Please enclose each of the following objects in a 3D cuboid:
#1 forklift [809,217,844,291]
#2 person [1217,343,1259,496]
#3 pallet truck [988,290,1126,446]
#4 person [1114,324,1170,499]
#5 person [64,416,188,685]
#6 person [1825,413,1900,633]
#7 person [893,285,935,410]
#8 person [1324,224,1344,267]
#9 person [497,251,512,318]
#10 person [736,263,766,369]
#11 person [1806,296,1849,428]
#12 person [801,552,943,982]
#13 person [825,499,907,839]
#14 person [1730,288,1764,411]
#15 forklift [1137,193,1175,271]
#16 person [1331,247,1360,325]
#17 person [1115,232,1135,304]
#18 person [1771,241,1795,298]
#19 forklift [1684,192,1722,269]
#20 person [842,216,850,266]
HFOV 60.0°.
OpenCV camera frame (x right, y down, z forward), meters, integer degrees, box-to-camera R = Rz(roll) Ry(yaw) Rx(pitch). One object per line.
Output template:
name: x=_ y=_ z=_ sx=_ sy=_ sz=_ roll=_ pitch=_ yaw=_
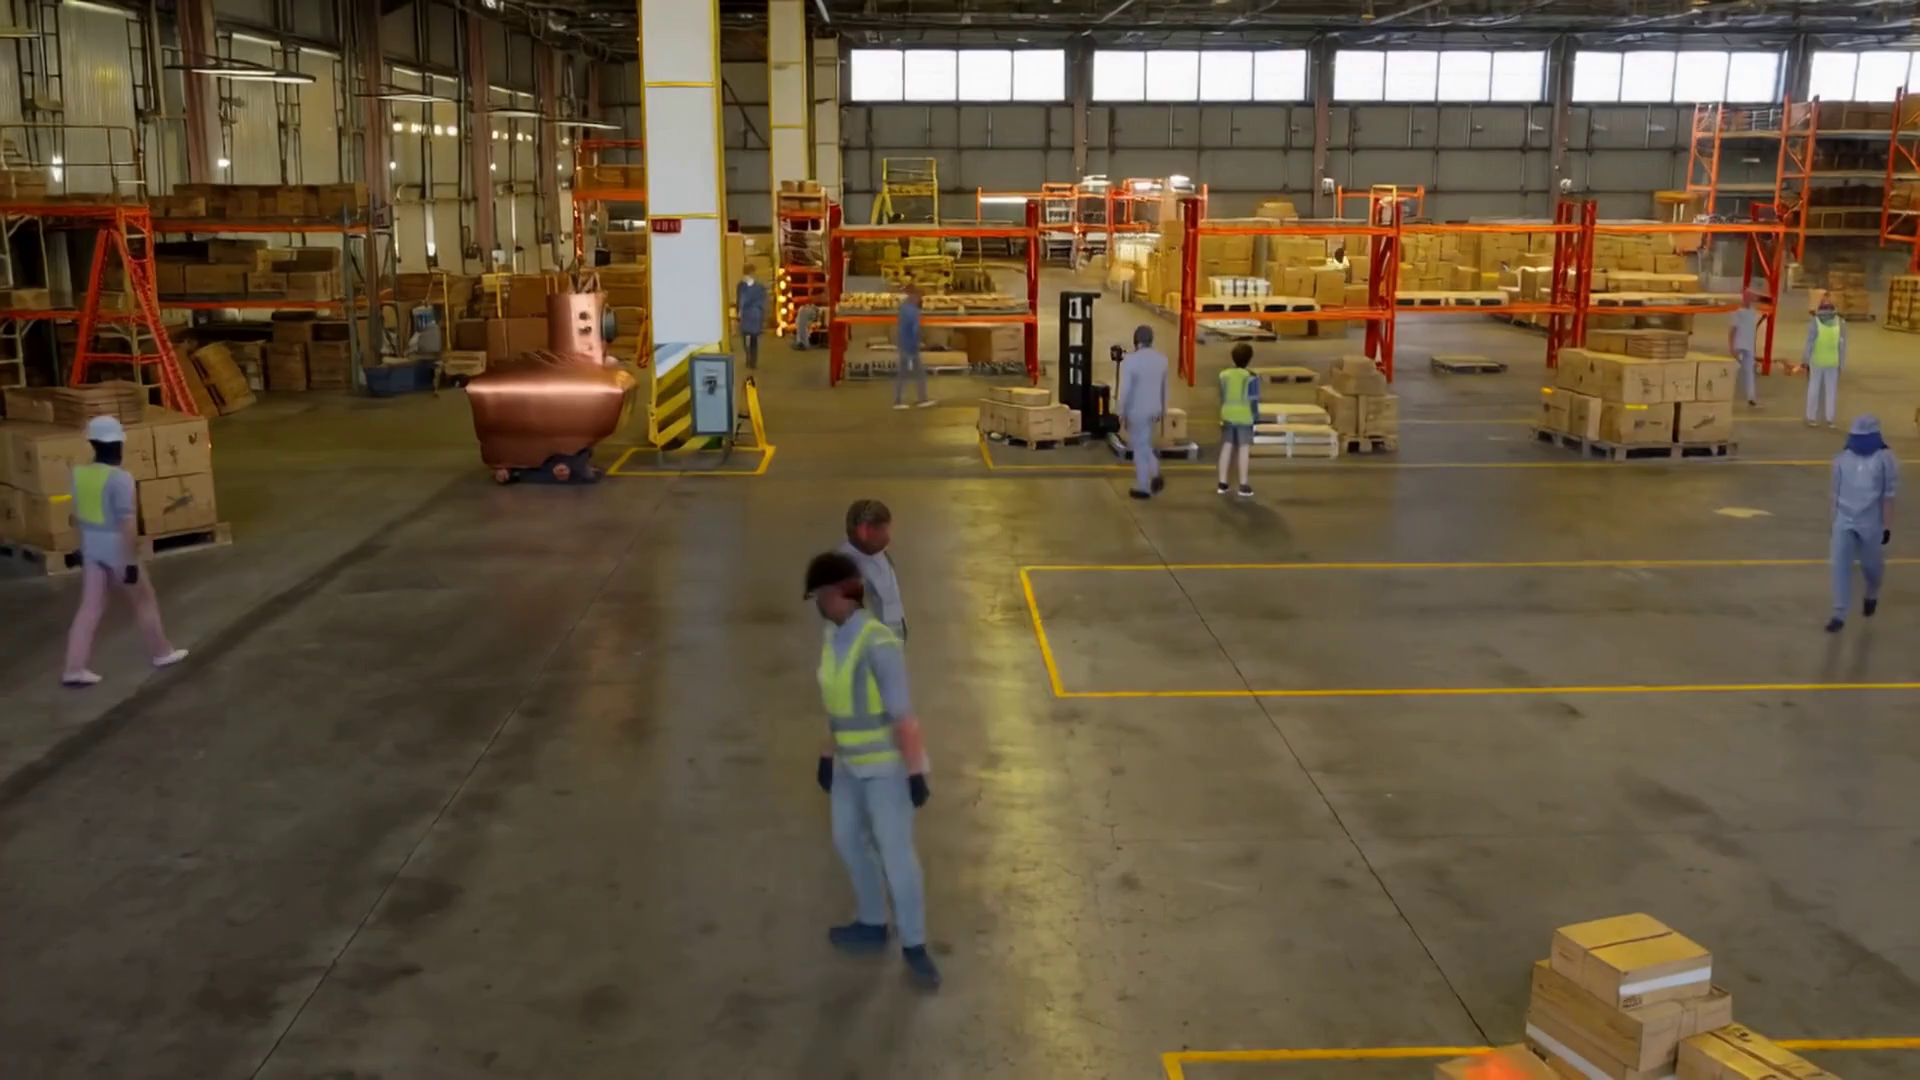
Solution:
forklift: x=-4.375 y=-8.619 z=48.637 sx=1.873 sy=2.768 sz=1.129 roll=0 pitch=12 yaw=-2
person: x=3.097 y=-1.346 z=18.515 sx=0.321 sy=1.692 sz=0.534 roll=-12 pitch=17 yaw=-42
pallet truck: x=1.257 y=-2.299 z=22.111 sx=1.885 sy=1.965 sz=0.823 roll=-9 pitch=15 yaw=-35
person: x=1.989 y=-1.399 z=18.225 sx=0.635 sy=1.920 sz=0.435 roll=-12 pitch=17 yaw=-42
person: x=-5.997 y=0.066 z=11.715 sx=0.603 sy=1.882 sz=0.979 roll=5 pitch=13 yaw=21
person: x=7.082 y=-0.157 z=13.059 sx=0.487 sy=1.724 sz=0.698 roll=10 pitch=16 yaw=39
person: x=-0.720 y=-2.906 z=25.127 sx=0.772 sy=1.870 sz=0.596 roll=-10 pitch=16 yaw=-39
person: x=11.893 y=-9.095 z=52.931 sx=0.635 sy=1.937 sz=0.352 roll=1 pitch=13 yaw=5
person: x=-11.189 y=-6.258 z=40.827 sx=0.313 sy=1.634 sz=0.514 roll=-10 pitch=16 yaw=-38
person: x=-3.810 y=-4.064 z=30.234 sx=0.566 sy=1.926 sz=0.400 roll=2 pitch=13 yaw=7
person: x=12.189 y=-2.505 z=23.408 sx=0.520 sy=1.845 sz=0.389 roll=5 pitch=13 yaw=20
person: x=-0.376 y=1.013 z=7.410 sx=0.402 sy=1.902 sz=0.775 roll=-9 pitch=16 yaw=-36
person: x=-0.500 y=0.679 z=9.035 sx=0.429 sy=1.839 sz=0.622 roll=4 pitch=13 yaw=18
person: x=11.816 y=-2.864 z=25.043 sx=0.557 sy=1.828 sz=0.952 roll=-2 pitch=13 yaw=-9
forklift: x=7.094 y=-10.497 z=57.113 sx=1.873 sy=2.768 sz=1.129 roll=-1 pitch=13 yaw=-5
person: x=8.851 y=-5.901 z=38.737 sx=0.962 sy=1.830 sz=0.599 roll=6 pitch=14 yaw=27
person: x=4.492 y=-7.433 z=45.462 sx=0.557 sy=1.910 sz=0.777 roll=-1 pitch=12 yaw=-2
person: x=23.620 y=-7.761 z=47.685 sx=0.538 sy=1.608 sz=0.784 roll=-4 pitch=13 yaw=-17
forklift: x=26.560 y=-11.194 z=60.260 sx=1.873 sy=2.768 sz=1.129 roll=0 pitch=12 yaw=-2
person: x=-4.439 y=-11.411 z=63.477 sx=0.649 sy=1.901 sz=0.948 roll=7 pitch=14 yaw=30
